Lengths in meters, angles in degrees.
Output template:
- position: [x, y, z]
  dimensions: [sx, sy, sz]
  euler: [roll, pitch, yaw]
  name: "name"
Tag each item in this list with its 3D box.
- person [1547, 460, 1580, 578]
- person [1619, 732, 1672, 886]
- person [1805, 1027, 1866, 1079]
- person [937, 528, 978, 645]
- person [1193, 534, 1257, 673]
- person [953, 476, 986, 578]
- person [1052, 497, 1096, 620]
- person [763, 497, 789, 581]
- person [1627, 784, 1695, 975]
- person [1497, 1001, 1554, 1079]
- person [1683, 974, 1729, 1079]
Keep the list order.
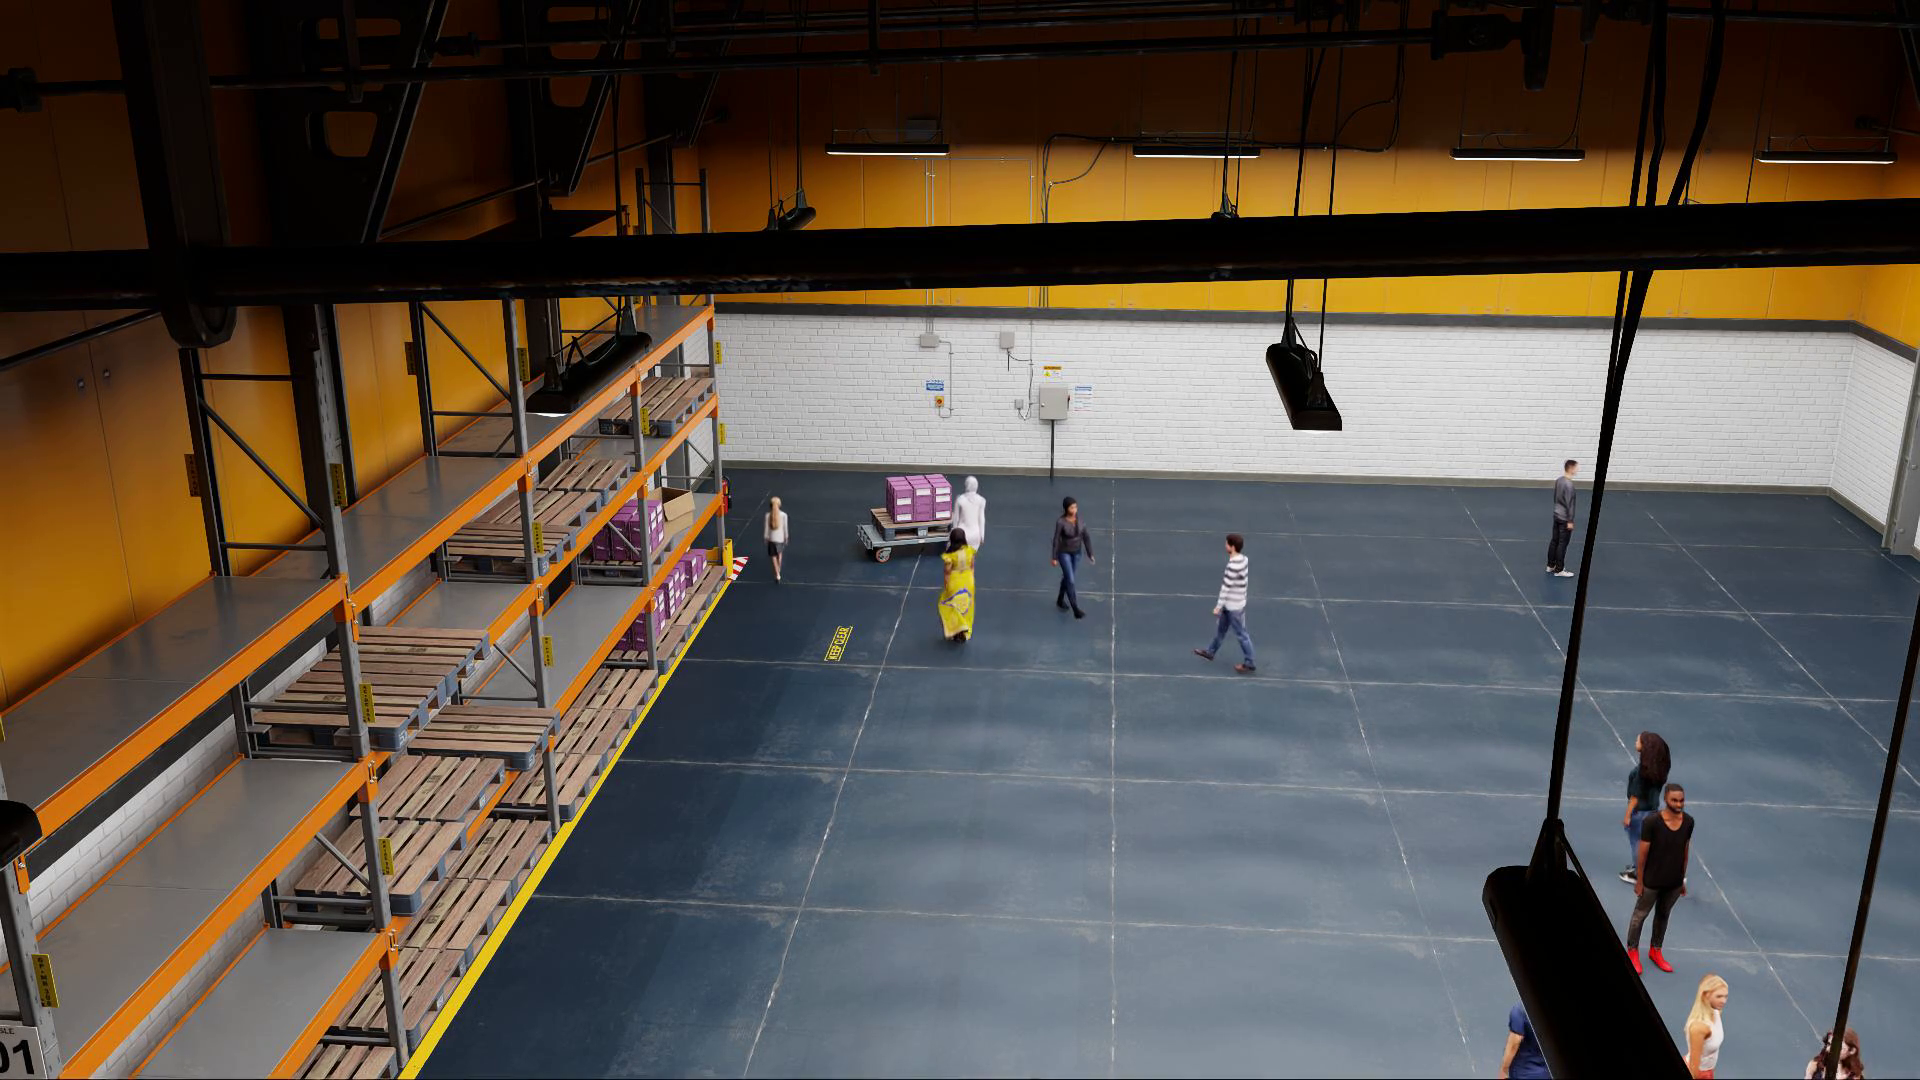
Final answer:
- position: [9.012, -0.341, 24.850]
  dimensions: [0.719, 1.765, 0.550]
  euler: [-2, 19, -7]
  name: "person"
- position: [6.732, 2.648, 16.224]
  dimensions: [0.725, 1.605, 0.787]
  euler: [-16, 24, -39]
  name: "person"
- position: [6.124, 4.137, 11.674]
  dimensions: [1.129, 1.687, 1.106]
  euler: [-14, 23, -35]
  name: "person"
- position: [0.014, 0.647, 22.103]
  dimensions: [1.100, 1.644, 1.206]
  euler: [-10, 21, -28]
  name: "person"
- position: [3.604, 0.845, 21.254]
  dimensions: [0.931, 1.811, 1.115]
  euler: [7, 20, 19]
  name: "person"
- position: [0.133, -0.036, 23.936]
  dimensions: [0.748, 1.769, 0.901]
  euler: [-3, 19, -8]
  name: "person"
- position: [1.489, 0.215, 23.292]
  dimensions: [1.035, 1.705, 1.196]
  euler: [-11, 21, -29]
  name: "person"
- position: [-2.727, -0.003, 24.654]
  dimensions: [0.713, 1.249, 0.930]
  euler: [-5, 19, -15]
  name: "person"
- position: [6.264, 2.998, 14.870]
  dimensions: [0.677, 1.805, 0.592]
  euler: [-2, 19, -5]
  name: "person"
- position: [4.232, 3.907, 12.130]
  dimensions: [0.765, 1.832, 0.794]
  euler: [-8, 20, -22]
  name: "person"
- position: [5.313, 3.942, 12.073]
  dimensions: [0.796, 1.803, 0.715]
  euler: [16, 25, 40]
  name: "person"
